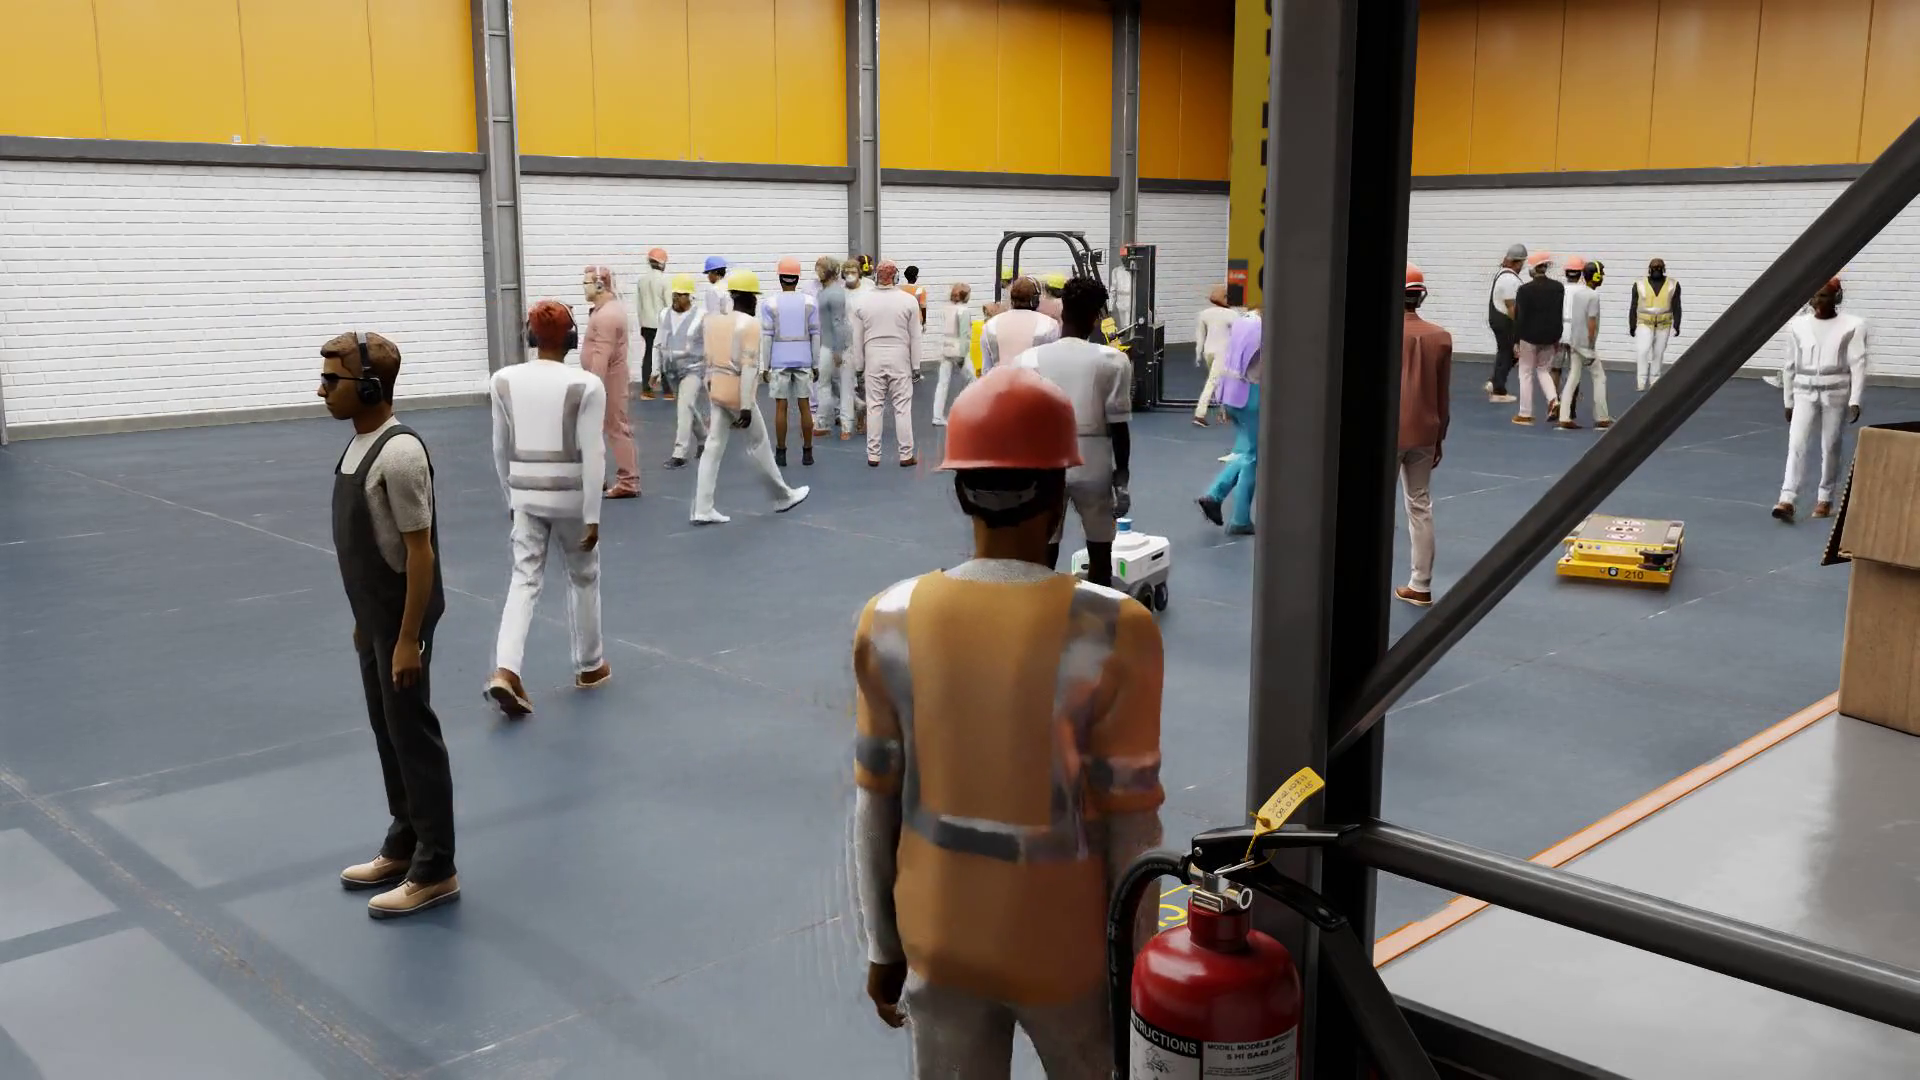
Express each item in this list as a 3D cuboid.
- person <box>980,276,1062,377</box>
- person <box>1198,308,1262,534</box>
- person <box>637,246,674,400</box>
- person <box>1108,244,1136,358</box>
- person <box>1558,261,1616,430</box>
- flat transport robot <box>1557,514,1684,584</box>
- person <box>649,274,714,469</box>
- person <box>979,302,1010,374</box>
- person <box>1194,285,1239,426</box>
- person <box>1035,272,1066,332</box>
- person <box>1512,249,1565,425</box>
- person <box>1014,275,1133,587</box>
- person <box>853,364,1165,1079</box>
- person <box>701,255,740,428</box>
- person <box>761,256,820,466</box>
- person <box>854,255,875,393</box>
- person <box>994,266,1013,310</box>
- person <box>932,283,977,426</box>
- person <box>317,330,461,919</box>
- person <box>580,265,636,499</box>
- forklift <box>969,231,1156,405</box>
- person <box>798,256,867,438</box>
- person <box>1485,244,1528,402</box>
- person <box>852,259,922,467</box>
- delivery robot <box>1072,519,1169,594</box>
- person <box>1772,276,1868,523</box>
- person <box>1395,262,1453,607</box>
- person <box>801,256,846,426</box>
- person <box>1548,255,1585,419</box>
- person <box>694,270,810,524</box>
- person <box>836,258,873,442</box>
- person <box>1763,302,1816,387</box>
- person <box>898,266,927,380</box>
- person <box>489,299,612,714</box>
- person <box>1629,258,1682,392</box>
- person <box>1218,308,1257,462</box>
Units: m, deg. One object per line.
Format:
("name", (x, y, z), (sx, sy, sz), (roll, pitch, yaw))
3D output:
("person", (0.467, -0.967, 11.964), (0.625, 1.844, 0.429), (4, 11, 22))
("person", (2.059, -0.920, 11.768), (0.506, 1.812, 0.622), (-3, 11, -16))
("person", (-3.904, -2.801, 21.552), (0.621, 1.995, 0.398), (7, 12, 33))
("person", (2.751, -3.809, 27.047), (0.619, 2.006, 1.038), (7, 13, 34))
("person", (6.969, -2.114, 18.219), (0.795, 1.842, 0.564), (-2, 11, -9))
("flat transport robot", (4.302, 0.037, 10.772), (0.652, 0.197, 1.431), (5, 12, 26))
("person", (-2.532, -1.590, 15.515), (0.580, 1.791, 0.935), (5, 12, 27))
("person", (0.292, -1.014, 12.812), (0.366, 1.629, 0.532), (-2, 11, -13))
("person", (2.901, -2.077, 18.752), (0.495, 1.571, 0.924), (10, 15, 44))
("person", (1.017, -2.062, 18.248), (0.751, 1.725, 0.535), (-7, 12, -32))
("person", (6.480, -2.256, 18.606), (0.631, 1.977, 0.551), (-3, 11, -15))
("person", (0.527, -0.335, 8.281), (0.687, 1.933, 0.725), (2, 11, 12))
("person", (0.078, 0.667, 2.832), (0.554, 1.919, 0.468), (4, 11, 22))
("person", (-2.642, -2.186, 18.419), (0.515, 1.918, 0.612), (6, 12, 31))
("person", (-1.570, -1.647, 15.409), (0.550, 1.937, 0.357), (-3, 11, -16))
("person", (-1.298, -2.903, 22.456), (0.532, 1.863, 0.310), (9, 14, 40))
("person", (0.687, -2.733, 21.876), (0.802, 1.736, 0.521), (-2, 11, -13))
("person", (0.025, -2.075, 18.679), (0.839, 1.590, 0.509), (-7, 12, -33))
("person", (-1.802, 0.263, 5.244), (0.327, 1.844, 0.514), (-7, 13, -34))
("person", (-2.954, -1.259, 13.414), (0.689, 1.883, 0.680), (-2, 11, -11))
("forklift", (1.222, -2.721, 20.561), (2.313, 2.155, 1.214), (2, 11, 13))
("person", (-1.323, -2.029, 17.538), (0.743, 1.924, 0.639), (-3, 11, -14))
("person", (7.028, -2.767, 21.231), (0.540, 2.000, 0.709), (2, 11, 10))
("person", (-0.661, -1.623, 15.359), (0.638, 1.909, 0.408), (1, 10, 5))
("delivery robot", (0.900, 0.125, 9.262), (0.477, 0.478, 0.707), (5, 12, 27))
("person", (6.386, -1.036, 12.352), (0.600, 1.828, 0.979), (9, 13, 39))
("person", (2.502, -0.589, 9.514), (0.617, 1.986, 0.408), (-4, 11, -19))
("person", (-1.455, -2.200, 18.528), (0.646, 1.900, 0.401), (-3, 11, -18))
("person", (7.002, -2.320, 19.173), (0.543, 1.915, 0.796), (5, 11, 24))
("person", (-1.611, -1.069, 12.437), (0.602, 1.863, 1.032), (10, 14, 44))
("person", (-1.105, -2.010, 17.590), (0.640, 1.919, 0.938), (0, 10, 0))
("person", (11.695, -2.931, 23.042), (0.512, 1.693, 0.889), (-10, 14, -43))
("person", (-0.727, -3.200, 24.558), (0.530, 1.689, 0.322), (4, 11, 20))
("person", (-1.882, -0.155, 7.528), (0.575, 1.857, 0.902), (2, 11, 9))
("person", (9.449, -2.905, 22.595), (0.648, 1.807, 0.817), (3, 11, 17))
("person", (2.714, -1.603, 15.647), (0.485, 1.756, 0.572), (3, 11, 14))
